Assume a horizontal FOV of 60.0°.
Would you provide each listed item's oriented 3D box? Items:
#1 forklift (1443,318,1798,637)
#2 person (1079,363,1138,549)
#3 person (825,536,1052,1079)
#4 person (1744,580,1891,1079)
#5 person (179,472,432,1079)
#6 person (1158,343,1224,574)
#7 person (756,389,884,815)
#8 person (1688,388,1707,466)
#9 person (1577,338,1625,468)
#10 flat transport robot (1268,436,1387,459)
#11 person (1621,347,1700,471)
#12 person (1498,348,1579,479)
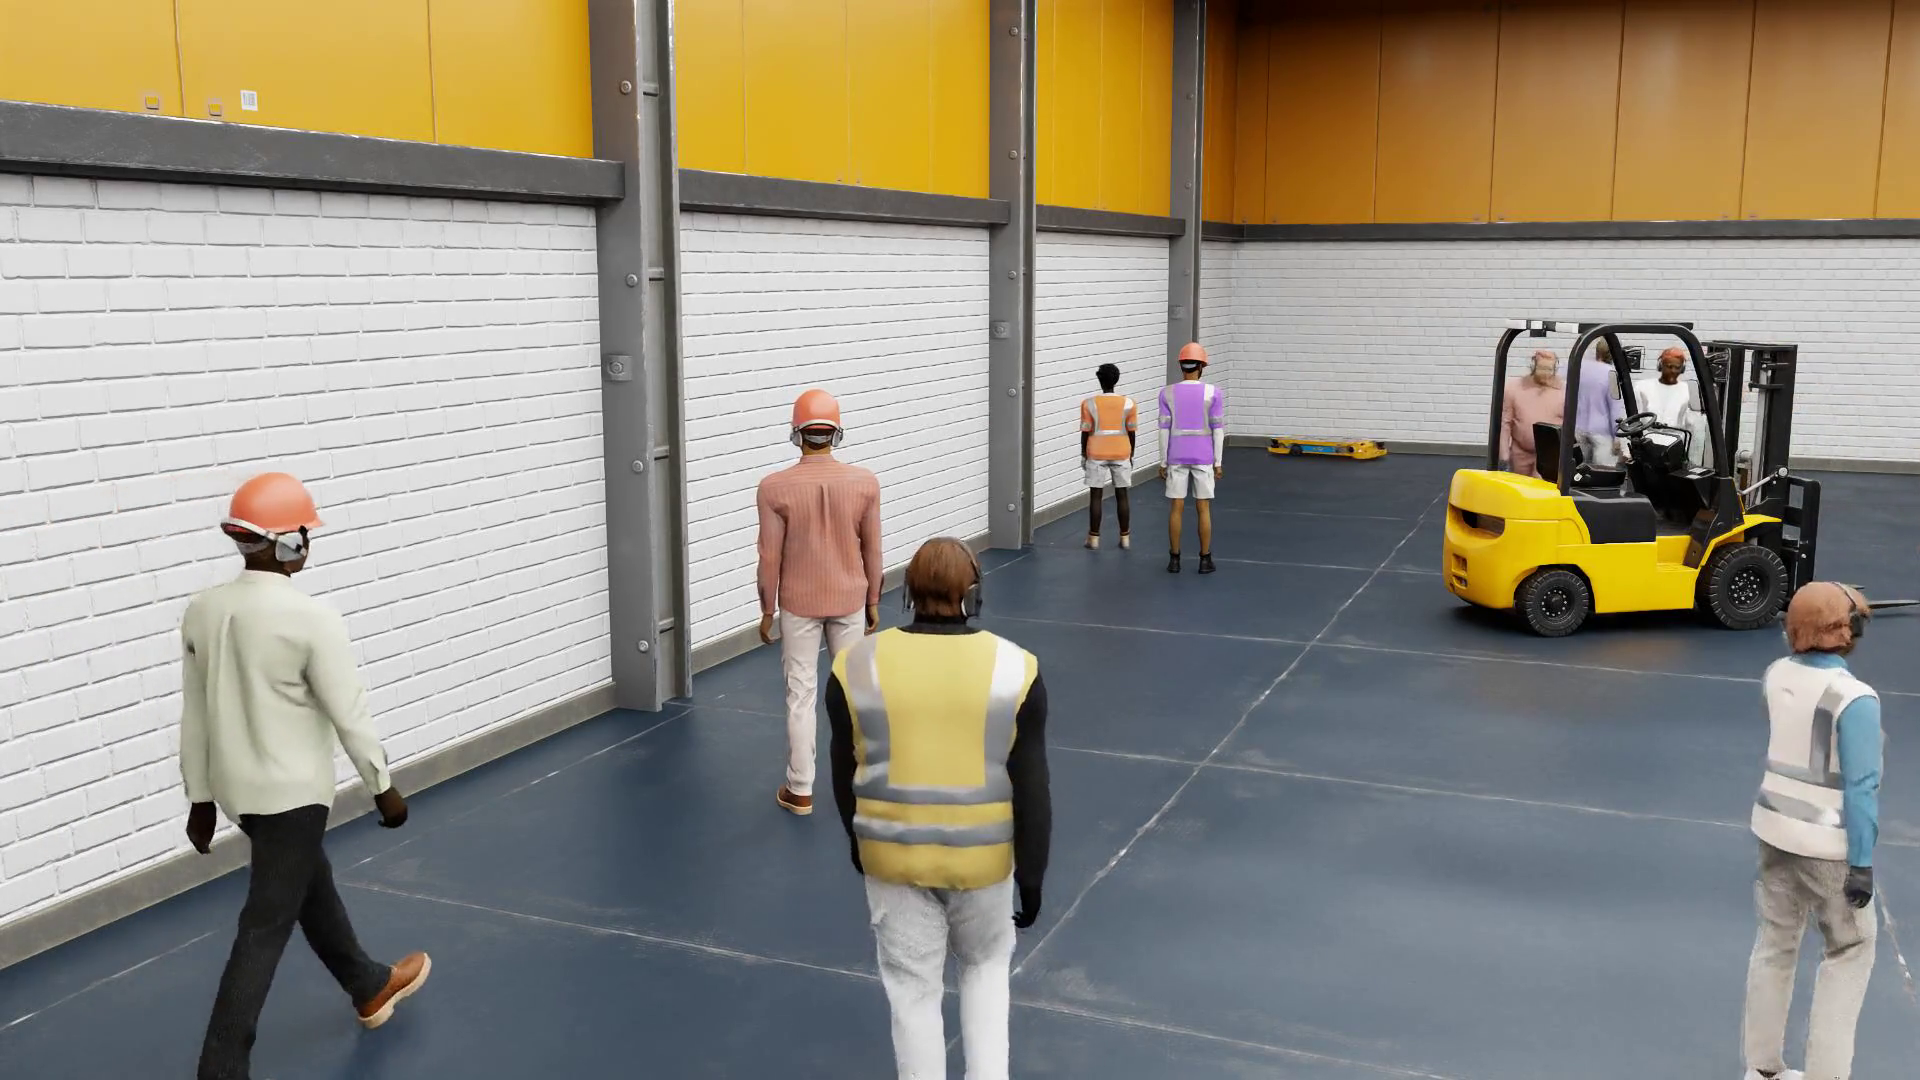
[{"bbox_3d":[4.706,-0.497,11.990,2.313,2.155,1.214,-2,10,-10],"label":"forklift"},{"bbox_3d":[1.342,-0.754,15.079,0.538,1.695,0.319,-1,9,-3],"label":"person"},{"bbox_3d":[-0.061,0.894,4.703,0.623,1.822,0.465,0,9,0],"label":"person"},{"bbox_3d":[2.598,0.931,5.095,0.377,1.612,0.544,-2,10,-10],"label":"person"},{"bbox_3d":[-2.071,0.756,5.185,0.614,1.934,1.065,5,11,28],"label":"person"},{"bbox_3d":[1.924,-0.676,13.880,0.542,1.927,0.374,2,10,14],"label":"person"},{"bbox_3d":[-0.656,0.293,7.806,0.608,1.995,0.377,-3,10,-20],"label":"person"},{"bbox_3d":[6.283,-0.543,14.103,0.519,1.580,0.870,-8,12,-39],"label":"person"},{"bbox_3d":[6.054,-1.014,16.051,0.411,1.904,0.790,-5,11,-27],"label":"person"},{"bbox_3d":[4.963,-1.265,22.459,1.431,0.197,0.652,6,11,33],"label":"flat transport robot"},{"bbox_3d":[6.076,-0.738,14.440,0.602,1.862,0.631,3,10,17],"label":"person"},{"bbox_3d":[5.090,-0.771,14.670,0.648,1.867,0.955,5,10,26],"label":"person"}]
